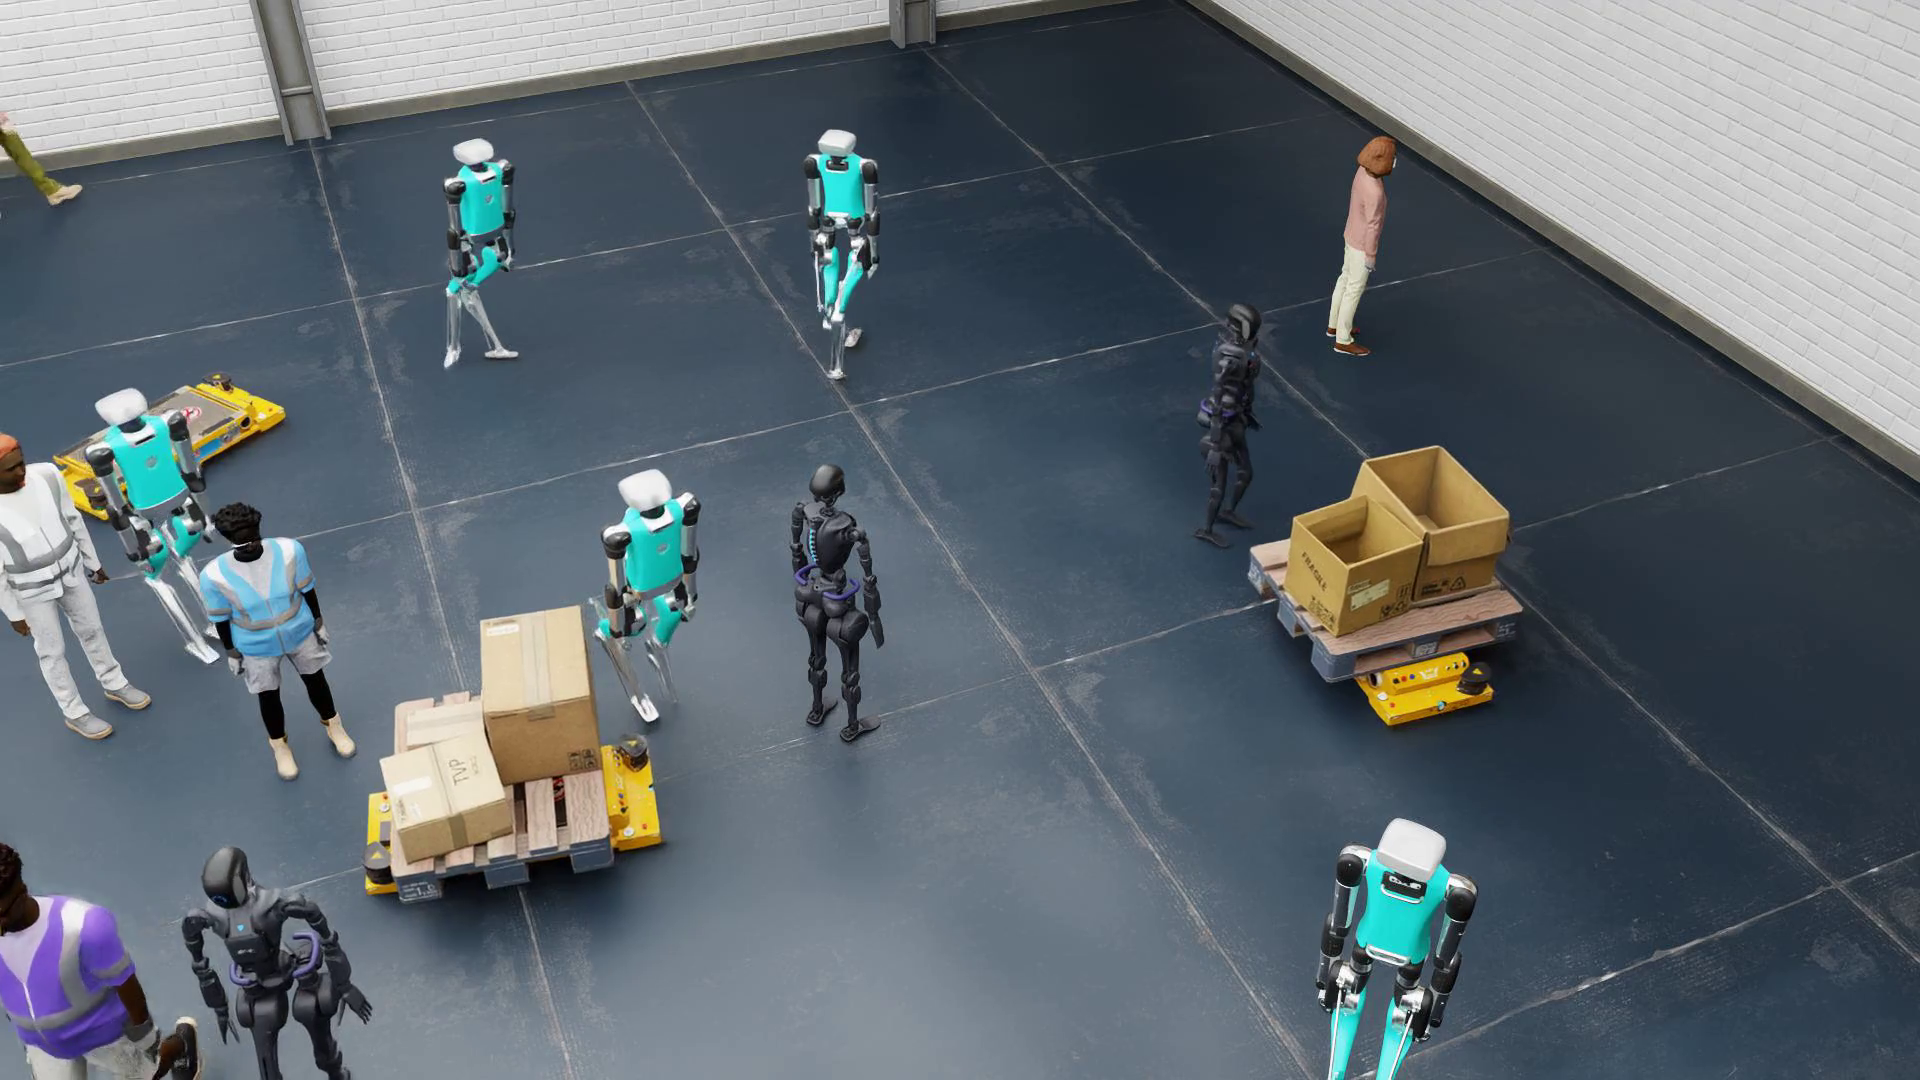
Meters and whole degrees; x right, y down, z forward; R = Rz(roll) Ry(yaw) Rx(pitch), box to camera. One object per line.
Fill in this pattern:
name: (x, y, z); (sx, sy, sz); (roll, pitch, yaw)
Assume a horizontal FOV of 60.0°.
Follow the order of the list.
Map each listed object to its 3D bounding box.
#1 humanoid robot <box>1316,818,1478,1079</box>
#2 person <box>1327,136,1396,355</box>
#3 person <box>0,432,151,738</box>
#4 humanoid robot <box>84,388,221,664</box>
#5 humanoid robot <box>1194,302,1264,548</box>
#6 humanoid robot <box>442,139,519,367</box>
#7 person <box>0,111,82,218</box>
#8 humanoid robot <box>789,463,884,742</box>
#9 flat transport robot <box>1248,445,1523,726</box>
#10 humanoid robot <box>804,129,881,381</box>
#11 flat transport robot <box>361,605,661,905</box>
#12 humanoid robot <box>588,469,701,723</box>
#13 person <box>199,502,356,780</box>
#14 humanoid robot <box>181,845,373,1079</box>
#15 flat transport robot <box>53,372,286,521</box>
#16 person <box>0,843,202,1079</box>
humanoid robot: (1.602, 1.890, 6.499); (0.533, 1.677, 0.735); (15, 40, 19)
person: (2.884, -2.119, 11.909); (0.267, 1.631, 0.505); (-1, 38, -1)
person: (-4.738, 0.225, 8.661); (0.353, 1.880, 0.574); (17, 41, 21)
humanoid robot: (-4.450, -0.114, 9.185); (0.636, 1.760, 0.530); (28, 46, 32)
humanoid robot: (1.627, -0.691, 10.010); (0.335, 1.647, 0.601); (20, 42, 24)
humanoid robot: (-3.500, -2.044, 11.719); (0.885, 1.765, 0.592); (28, 45, 31)
person: (-7.951, -3.464, 13.541); (0.956, 1.789, 0.525); (-14, 40, -18)
humanoid robot: (-0.666, 0.315, 8.694); (0.599, 1.659, 0.315); (26, 44, 29)
flat transport robot: (2.425, 0.482, 9.646); (0.659, 0.231, 1.431); (-12, 39, -15)
humanoid robot: (-0.877, -1.895, 11.575); (0.536, 1.767, 1.034); (9, 38, 12)
flat transport robot: (-2.280, 1.385, 8.471); (1.431, 0.231, 0.659); (-9, 38, -11)
humanoid robot: (-1.692, 0.338, 8.737); (0.531, 1.889, 0.791); (-28, 45, -31)
person: (-3.480, 0.500, 8.455); (0.533, 1.691, 0.317); (-23, 43, -27)
humanoid robot: (-2.717, 1.863, 6.699); (0.613, 1.652, 0.456); (-7, 38, -8)
flat transport robot: (-5.315, -0.647, 11.116); (0.659, 0.231, 1.431); (21, 42, 25)
person: (-3.443, 1.828, 6.527); (0.607, 1.939, 0.816); (-1, 38, -1)
